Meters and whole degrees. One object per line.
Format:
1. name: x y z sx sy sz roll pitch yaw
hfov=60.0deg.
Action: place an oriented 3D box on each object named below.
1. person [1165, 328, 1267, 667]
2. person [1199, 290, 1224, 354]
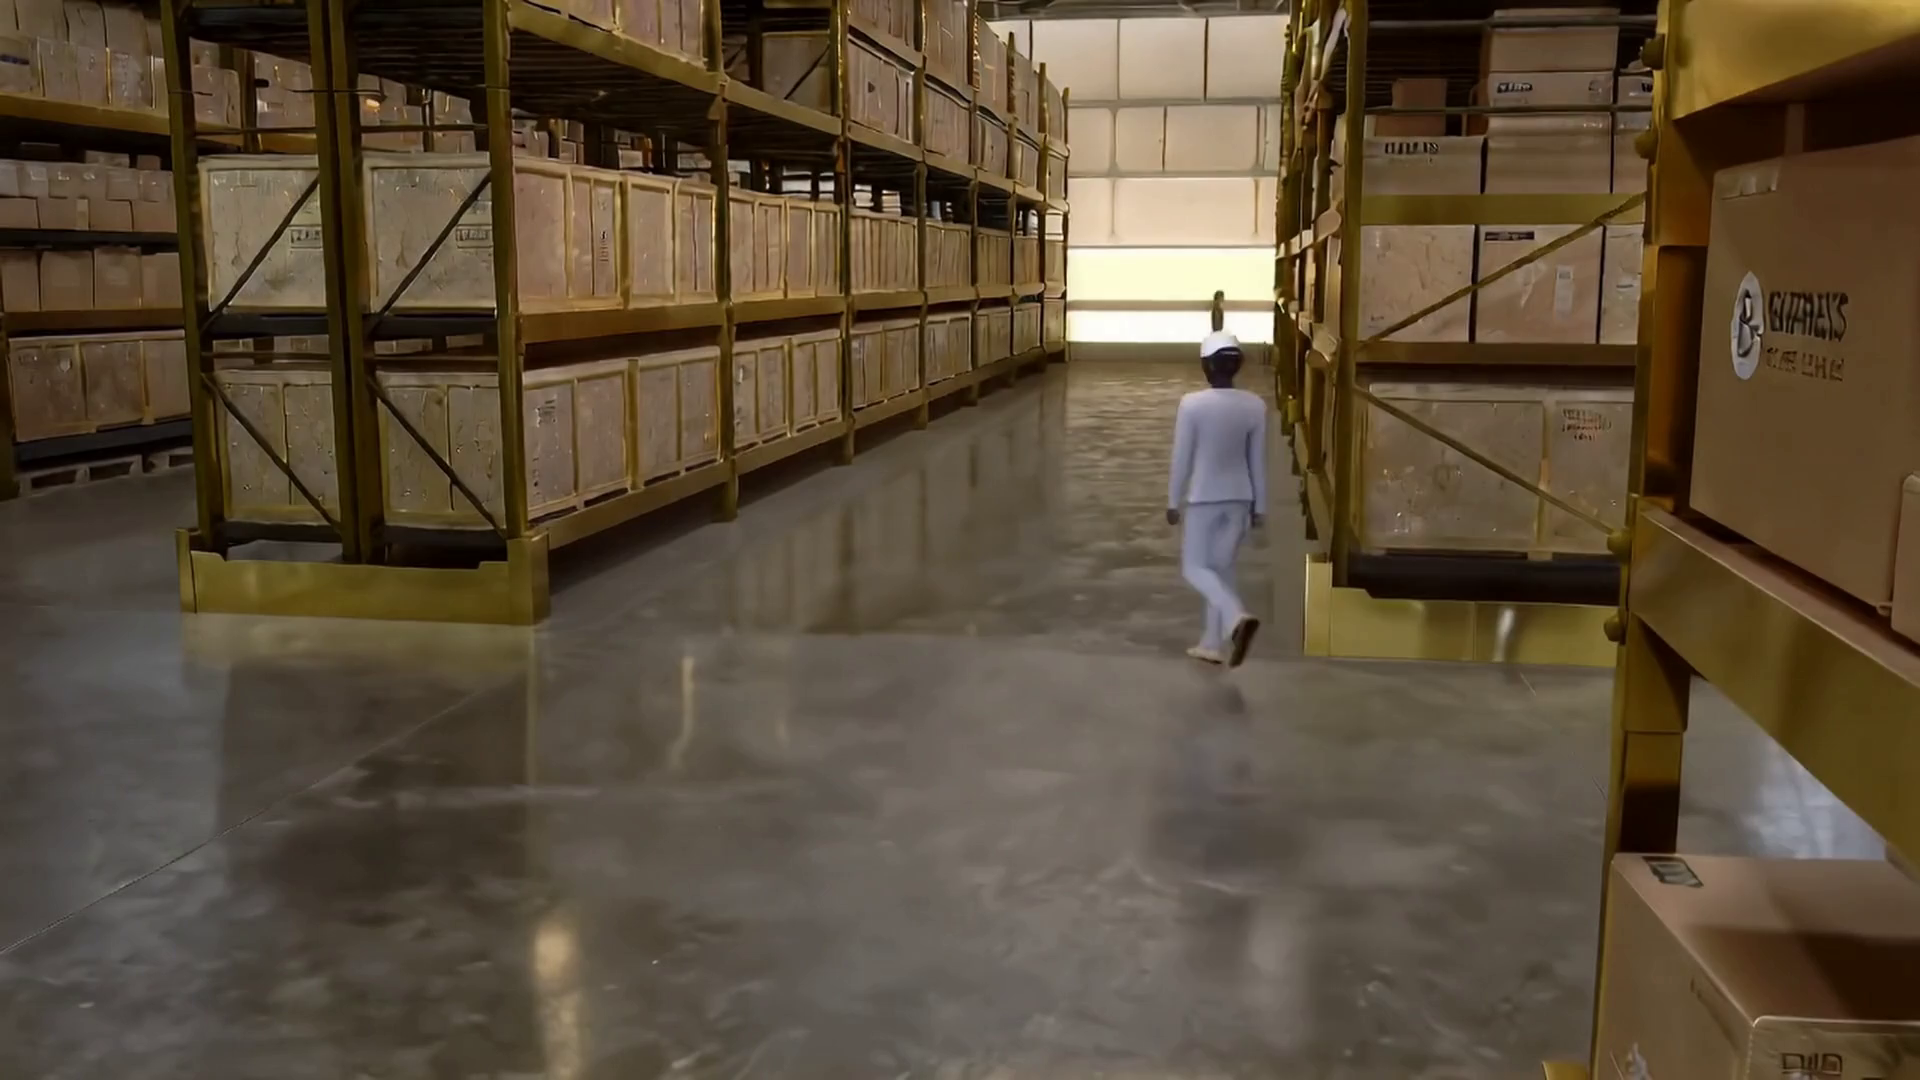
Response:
1. person: 1.349 -0.195 8.413 0.535 1.738 0.611 -5 10 -27
2. person: 5.726 -4.799 37.343 0.589 1.619 0.524 1 9 9
